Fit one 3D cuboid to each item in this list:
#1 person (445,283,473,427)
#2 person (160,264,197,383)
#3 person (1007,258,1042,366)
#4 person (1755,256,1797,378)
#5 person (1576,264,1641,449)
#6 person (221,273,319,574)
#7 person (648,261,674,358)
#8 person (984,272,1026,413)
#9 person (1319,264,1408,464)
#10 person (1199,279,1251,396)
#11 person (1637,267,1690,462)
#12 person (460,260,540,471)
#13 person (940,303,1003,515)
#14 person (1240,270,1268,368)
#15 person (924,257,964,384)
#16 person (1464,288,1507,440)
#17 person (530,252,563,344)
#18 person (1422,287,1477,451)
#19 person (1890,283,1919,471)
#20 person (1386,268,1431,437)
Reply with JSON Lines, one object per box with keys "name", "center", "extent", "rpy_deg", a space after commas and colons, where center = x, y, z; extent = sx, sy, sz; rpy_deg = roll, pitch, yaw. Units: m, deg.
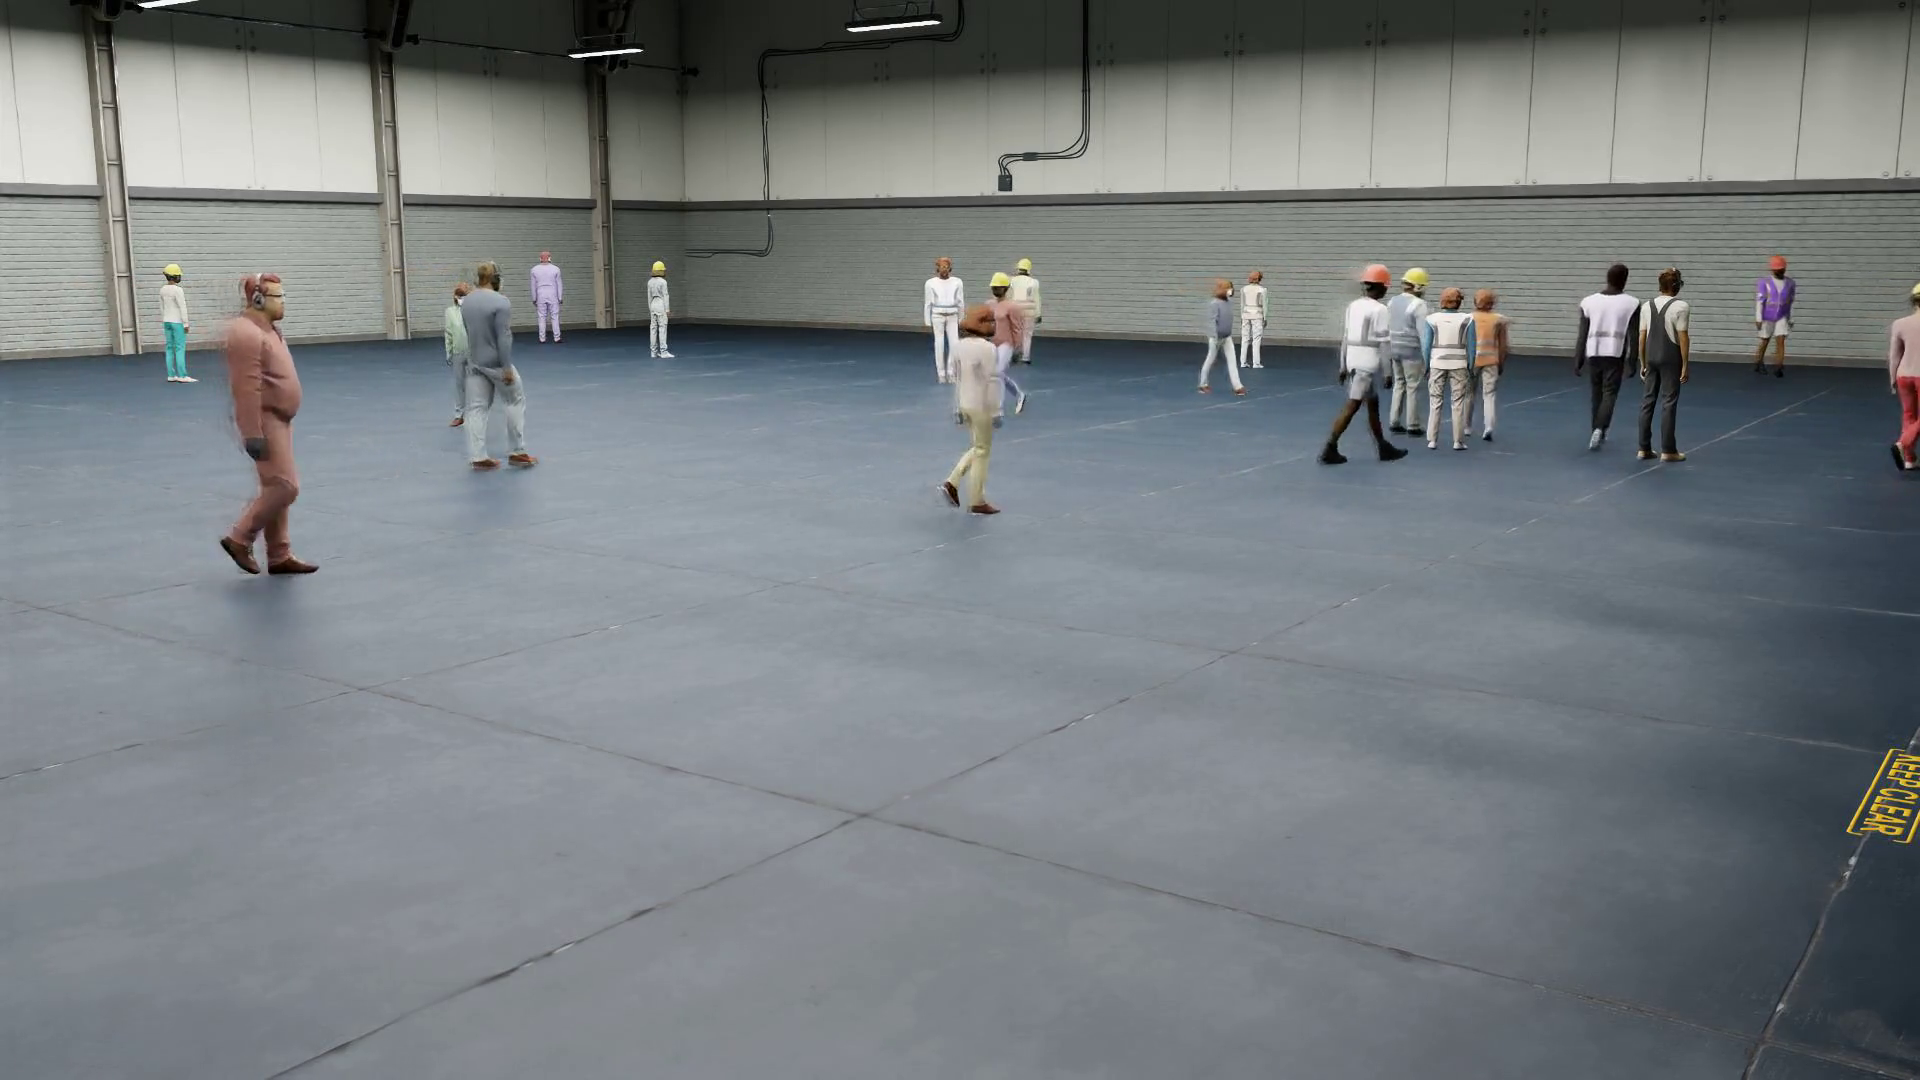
{"name": "person", "center": [-5.592, -2.098, 18.878], "extent": [0.499, 1.633, 0.288], "rpy_deg": [1, 10, 3]}
{"name": "person", "center": [-11.722, -3.234, 24.877], "extent": [0.527, 1.768, 0.313], "rpy_deg": [6, 12, 30]}
{"name": "person", "center": [1.100, -3.866, 28.255], "extent": [0.601, 1.815, 0.429], "rpy_deg": [5, 11, 26]}
{"name": "person", "center": [12.738, -3.484, 25.984], "extent": [0.593, 1.880, 1.015], "rpy_deg": [3, 10, 14]}
{"name": "person", "center": [6.589, -1.867, 16.934], "extent": [0.600, 1.878, 0.925], "rpy_deg": [7, 12, 34]}
{"name": "person", "center": [-4.298, -0.702, 10.324], "extent": [0.451, 1.893, 0.671], "rpy_deg": [-2, 10, -9]}
{"name": "person", "center": [-5.470, -4.194, 30.317], "extent": [0.485, 1.744, 0.295], "rpy_deg": [7, 12, 35]}
{"name": "person", "center": [0.547, -2.350, 20.002], "extent": [0.758, 1.738, 0.522], "rpy_deg": [-9, 13, -40]}
{"name": "person", "center": [3.826, -1.647, 15.707], "extent": [0.976, 1.884, 0.563], "rpy_deg": [-3, 11, -18]}
{"name": "person", "center": [3.597, -2.766, 22.750], "extent": [0.515, 1.577, 0.879], "rpy_deg": [-8, 13, -39]}
{"name": "person", "center": [6.724, -1.669, 15.884], "extent": [0.344, 1.847, 0.504], "rpy_deg": [-7, 12, -34]}
{"name": "person", "center": [-4.240, -1.602, 15.302], "extent": [0.648, 1.911, 0.764], "rpy_deg": [7, 12, 34]}
{"name": "person", "center": [0.130, -0.987, 12.698], "extent": [0.389, 1.625, 0.512], "rpy_deg": [-5, 11, -25]}
{"name": "person", "center": [4.888, -3.670, 27.702], "extent": [0.509, 1.629, 0.316], "rpy_deg": [8, 13, 37]}
{"name": "person", "center": [-0.225, -3.220, 24.494], "extent": [0.616, 1.866, 0.549], "rpy_deg": [-1, 10, -8]}
{"name": "person", "center": [5.548, -1.867, 17.689], "extent": [0.517, 1.610, 0.809], "rpy_deg": [2, 10, 12]}
{"name": "person", "center": [-8.556, -5.023, 34.517], "extent": [0.638, 1.903, 0.408], "rpy_deg": [-1, 10, -3]}
{"name": "person", "center": [4.916, -1.715, 16.730], "extent": [0.522, 1.636, 0.310], "rpy_deg": [4, 11, 23]}
{"name": "person", "center": [8.631, -1.470, 15.019], "extent": [0.656, 1.747, 0.536], "rpy_deg": [-6, 12, -30]}
{"name": "person", "center": [4.821, -2.002, 17.850], "extent": [0.453, 1.811, 0.619], "rpy_deg": [-5, 11, -25]}
